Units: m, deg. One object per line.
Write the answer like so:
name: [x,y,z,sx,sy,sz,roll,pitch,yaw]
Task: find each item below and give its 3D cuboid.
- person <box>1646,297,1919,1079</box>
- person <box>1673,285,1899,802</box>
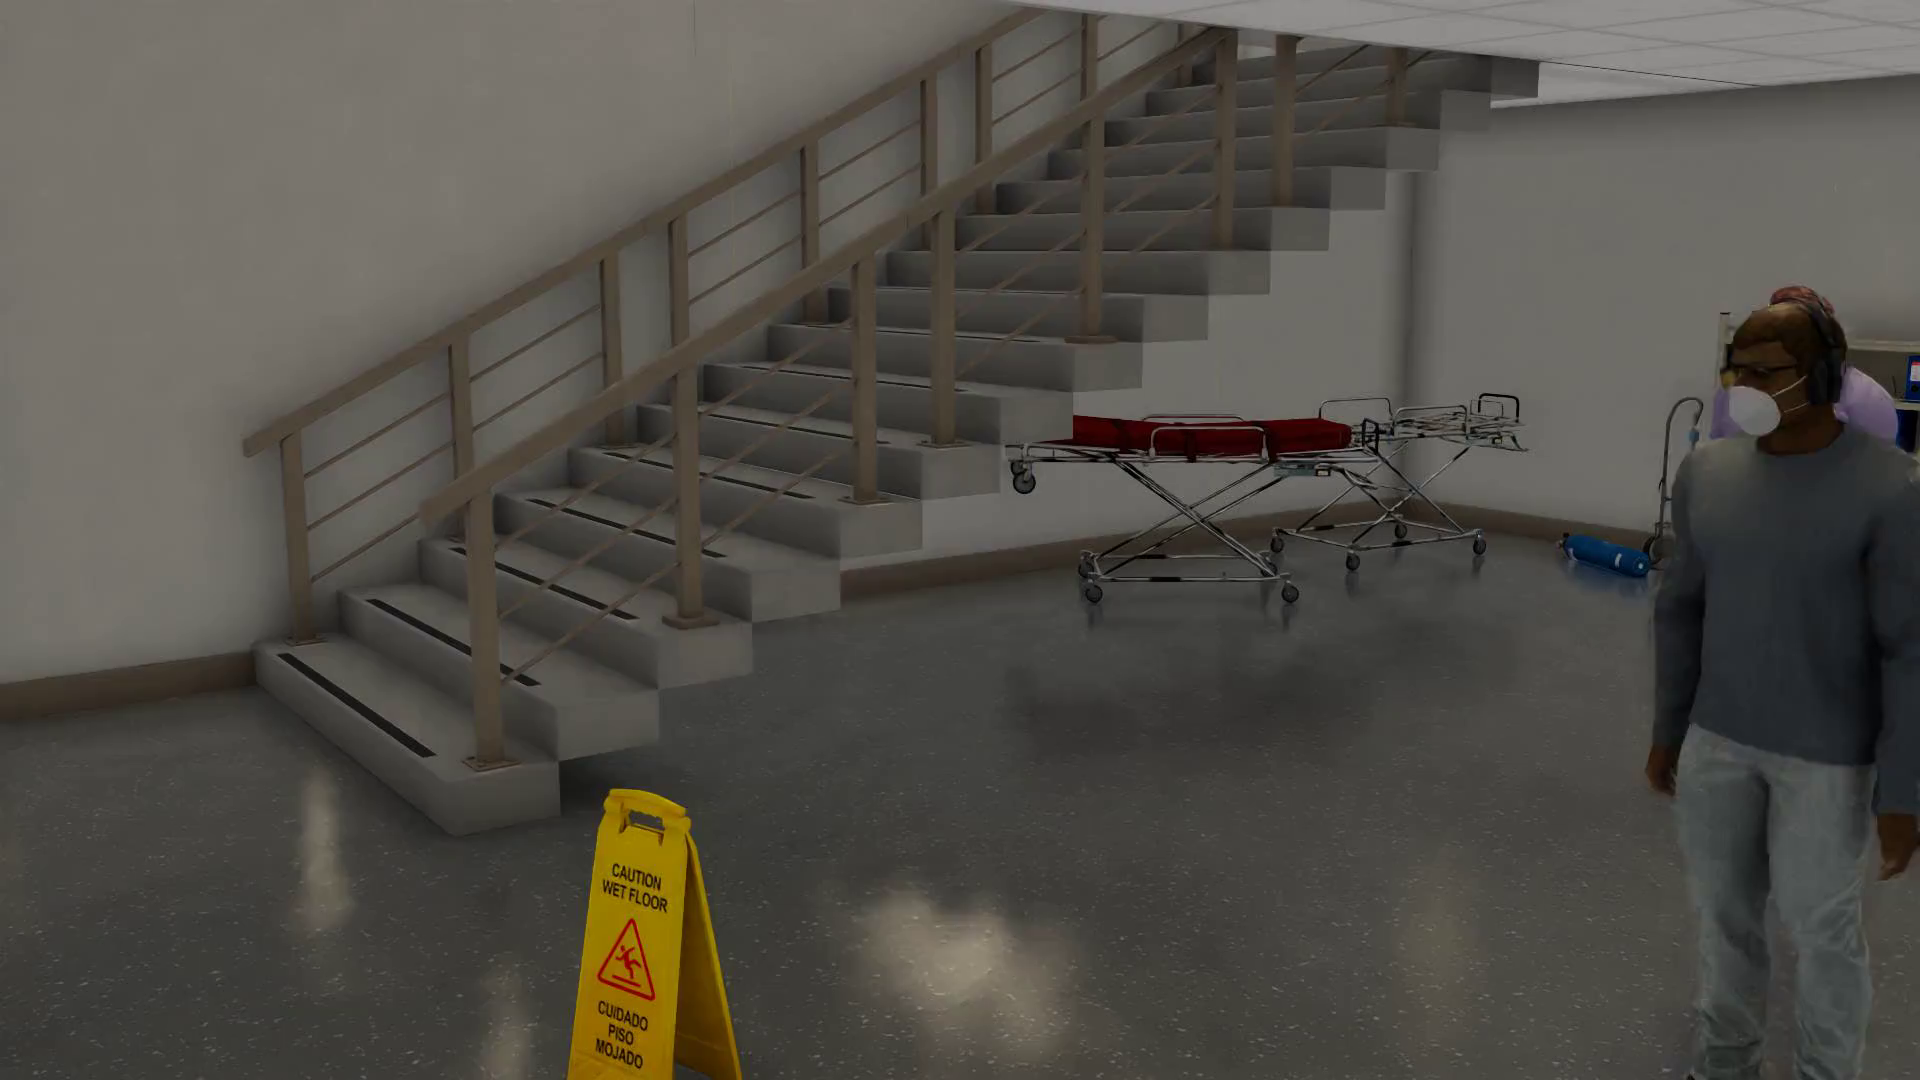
person: [1.776,0.453,3.596,0.410,1.926,0.661,-5,11,-27]
person: [2.879,0.065,5.860,0.403,1.904,0.651,-7,12,-36]
